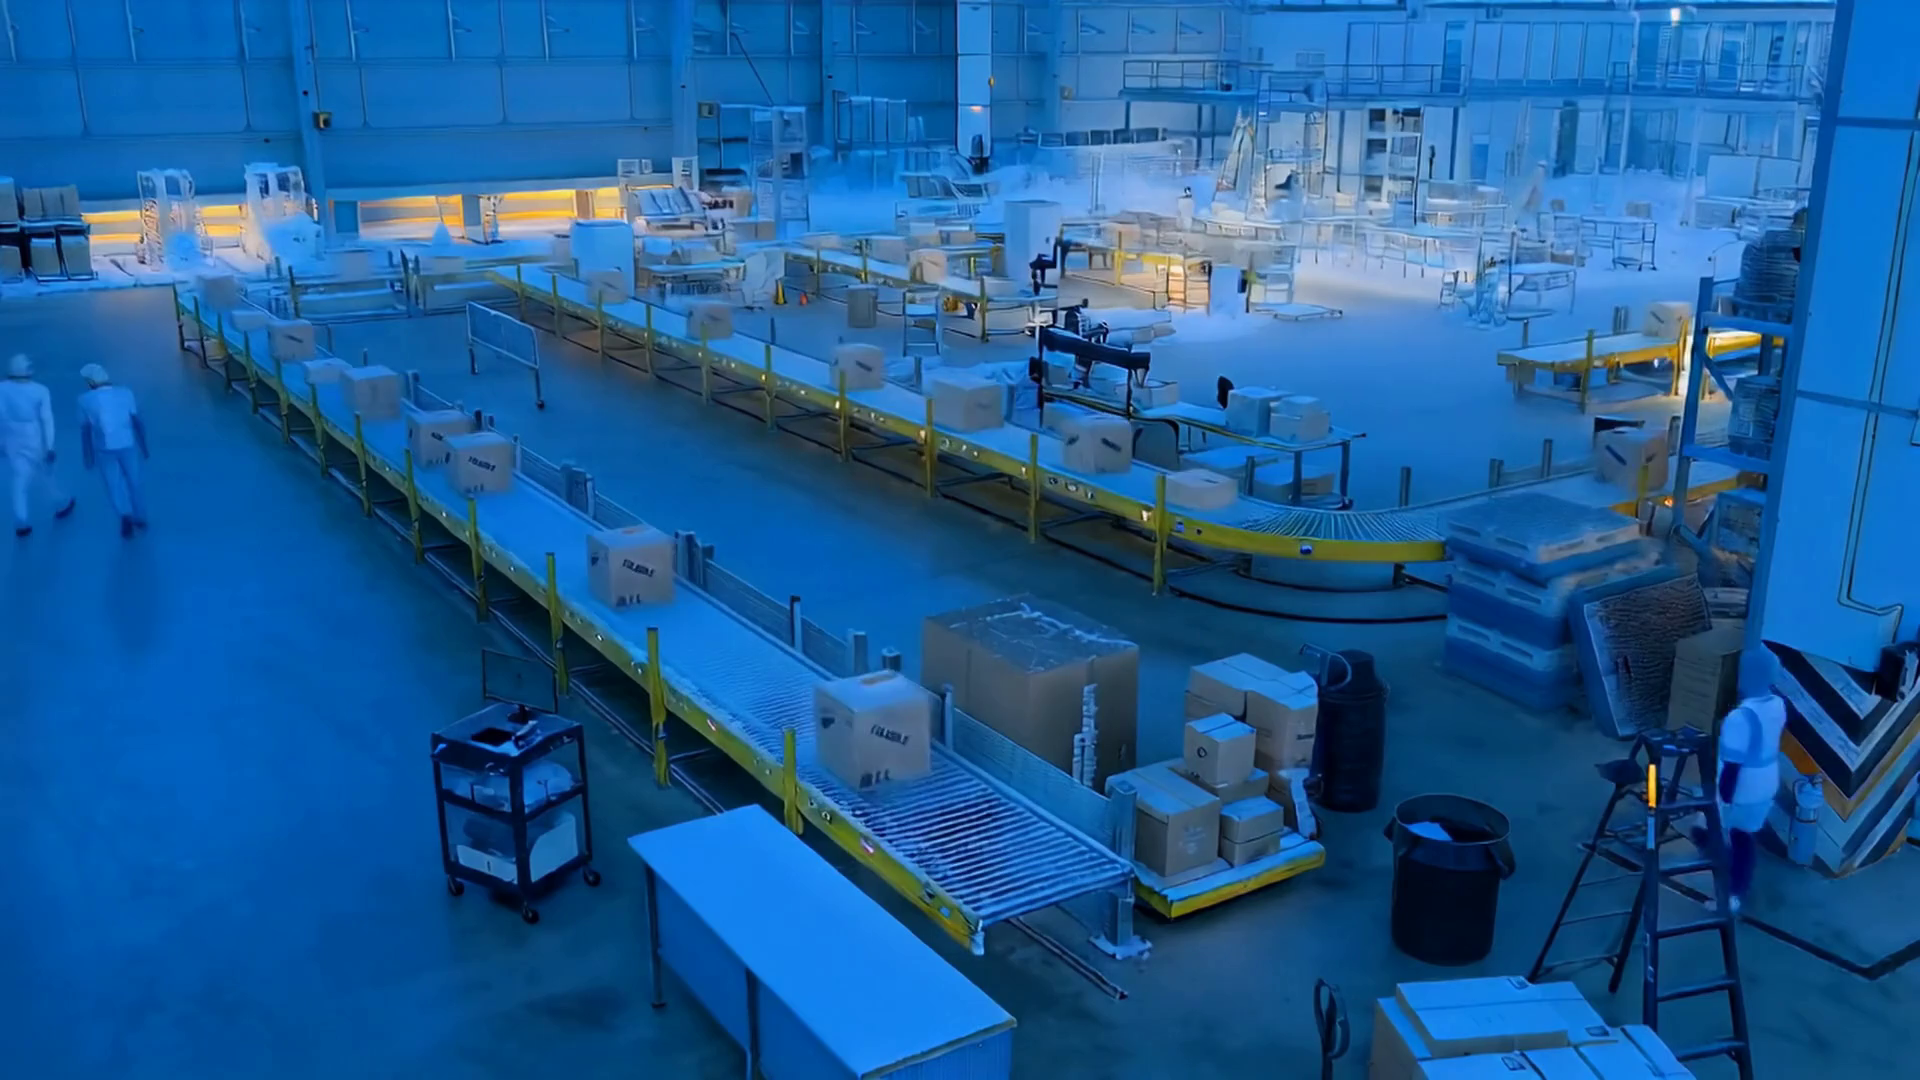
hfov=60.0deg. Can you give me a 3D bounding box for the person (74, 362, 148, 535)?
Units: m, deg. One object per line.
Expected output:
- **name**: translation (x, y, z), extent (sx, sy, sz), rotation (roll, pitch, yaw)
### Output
- **person**: translation (-8.692, -0.933, 17.145), extent (0.642, 1.812, 0.590), rotation (-14, 21, -38)

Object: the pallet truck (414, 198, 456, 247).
- **pallet truck**: translation (-13.250, -8.060, 41.856), extent (0.680, 1.201, 1.601), rotation (-10, 20, -31)

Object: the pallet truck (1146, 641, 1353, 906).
- **pallet truck**: translation (1.664, 1.407, 10.232), extent (1.630, 1.274, 0.653), rotation (-10, 20, -31)

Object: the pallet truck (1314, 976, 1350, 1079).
- **pallet truck**: translation (2.299, 2.390, 7.086), extent (1.601, 1.201, 0.680), rotation (-2, 17, -7)

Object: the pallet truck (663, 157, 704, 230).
- **pallet truck**: translation (-7.586, -9.308, 44.692), extent (0.823, 1.965, 1.885), rotation (-11, 20, -33)

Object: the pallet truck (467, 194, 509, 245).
- **pallet truck**: translation (-11.983, -8.177, 42.137), extent (0.704, 1.261, 1.522), rotation (-11, 20, -33)

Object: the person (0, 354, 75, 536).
- **person**: translation (-9.733, -1.029, 17.402), extent (0.657, 1.839, 1.044), rotation (-2, 17, -6)

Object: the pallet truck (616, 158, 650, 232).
- **pallet truck**: translation (-8.918, -9.176, 44.255), extent (0.823, 1.965, 1.885), rotation (-9, 19, -27)

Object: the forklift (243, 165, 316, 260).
- **forklift**: translation (-15.898, -7.669, 38.708), extent (1.157, 1.987, 2.680), rotation (-11, 20, -33)

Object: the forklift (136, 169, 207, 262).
- **forklift**: translation (-17.842, -7.318, 37.559), extent (1.157, 1.987, 2.680), rotation (-10, 20, -31)

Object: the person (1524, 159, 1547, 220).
- **person**: translation (16.529, -9.980, 47.398), extent (0.786, 1.717, 0.578), rotation (12, 20, 34)

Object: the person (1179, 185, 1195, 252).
- **person**: translation (5.175, -7.092, 37.594), extent (0.521, 1.840, 0.806), rotation (-12, 20, -34)

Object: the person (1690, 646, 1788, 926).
- **person**: translation (4.476, 1.416, 9.540), extent (0.546, 1.677, 0.376), rotation (-12, 20, -34)

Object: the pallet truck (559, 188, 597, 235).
- **pallet truck**: translation (-10.010, -8.652, 43.699), extent (0.653, 1.274, 1.630), rotation (-10, 20, -31)
